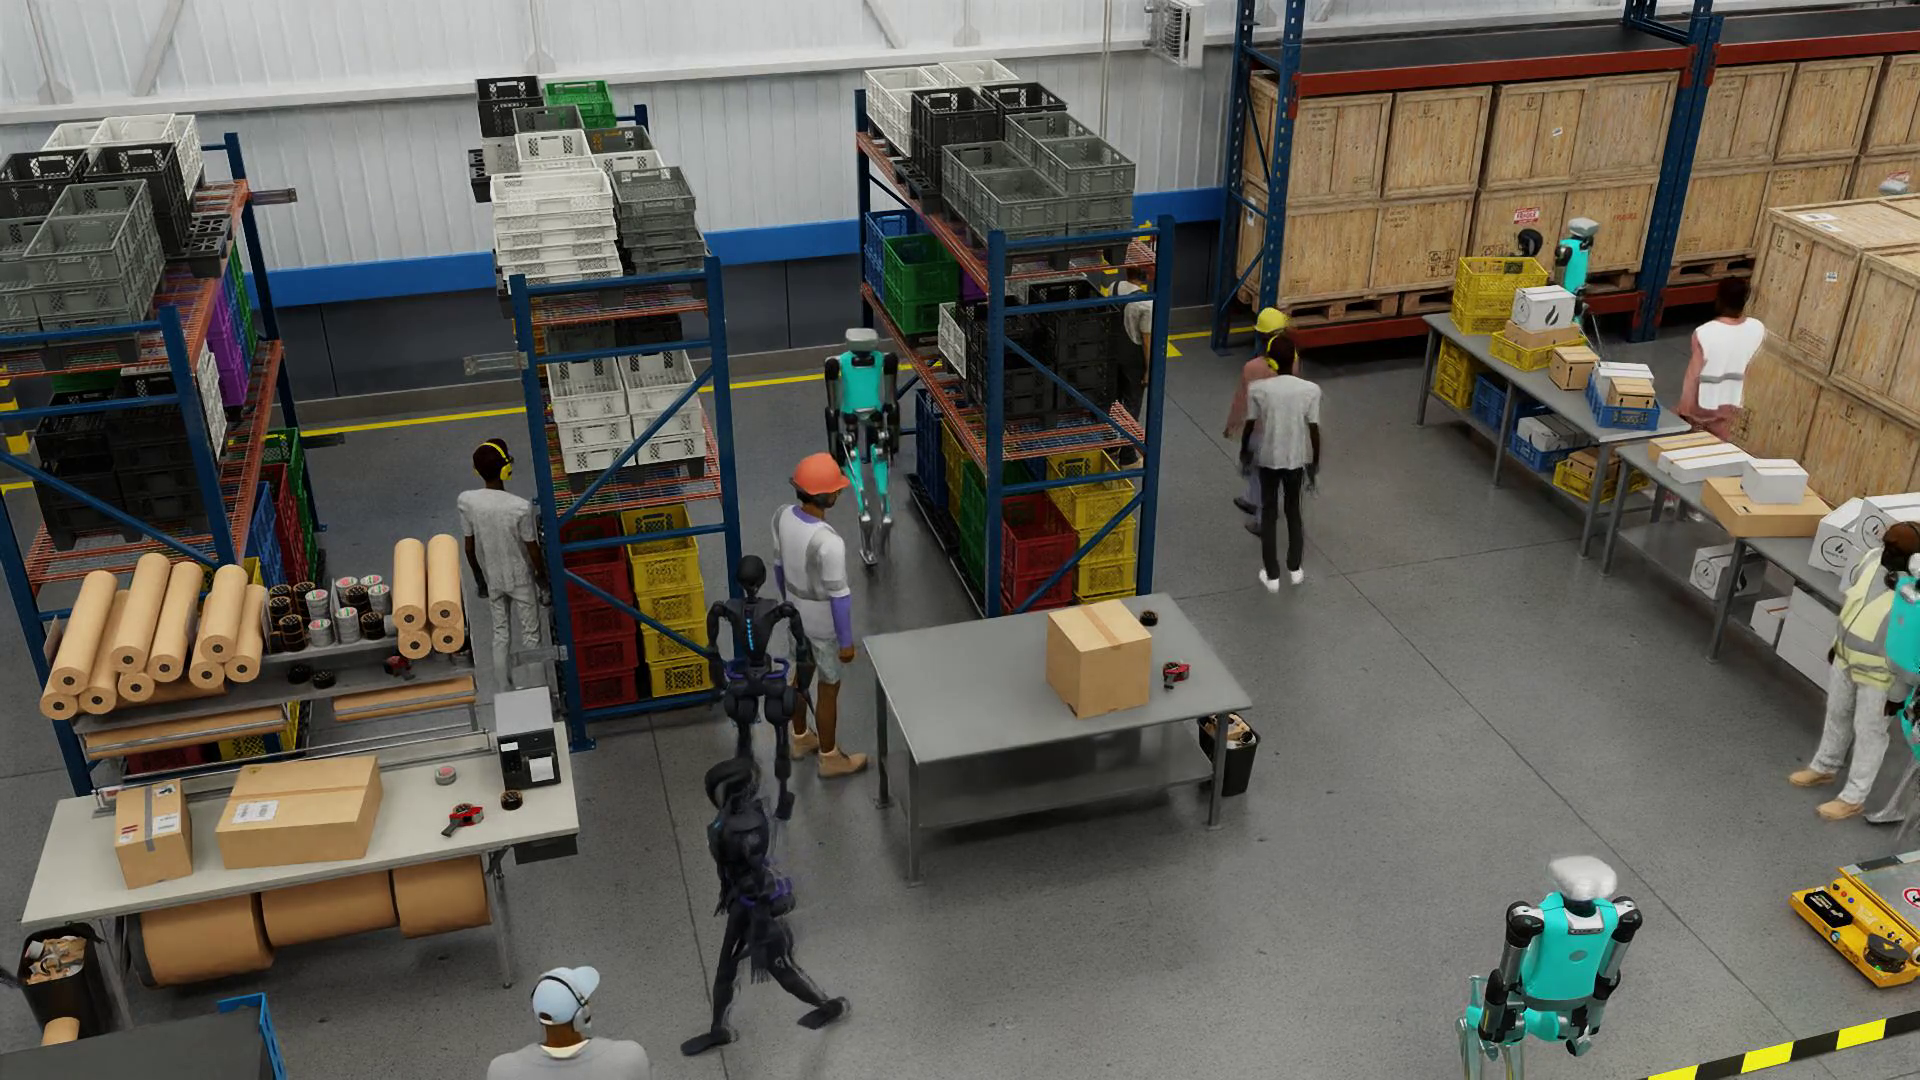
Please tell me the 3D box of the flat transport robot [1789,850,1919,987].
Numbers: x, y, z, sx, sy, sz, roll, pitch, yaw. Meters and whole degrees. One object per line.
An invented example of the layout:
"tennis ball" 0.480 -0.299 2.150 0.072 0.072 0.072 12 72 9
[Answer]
"flat transport robot" 5.163 1.916 8.676 1.431 0.231 0.659 -8 30 -14

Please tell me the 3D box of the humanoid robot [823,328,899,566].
"humanoid robot" -0.630 -0.550 11.670 0.542 1.801 0.827 -8 30 -15

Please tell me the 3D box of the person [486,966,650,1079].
"person" -1.414 2.336 6.268 0.596 1.849 0.386 -5 29 -9

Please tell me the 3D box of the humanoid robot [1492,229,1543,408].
"humanoid robot" 4.686 -1.836 14.068 0.707 1.631 0.610 20 35 32

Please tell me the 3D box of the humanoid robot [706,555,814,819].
"humanoid robot" -1.114 0.814 9.206 0.601 1.651 0.323 1 29 2

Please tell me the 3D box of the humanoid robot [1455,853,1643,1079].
"humanoid robot" 2.397 1.889 7.057 0.533 1.681 0.735 -2 29 -4

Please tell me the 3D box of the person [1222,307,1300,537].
"person" 2.166 -0.886 12.246 0.526 1.743 0.719 -20 34 -31

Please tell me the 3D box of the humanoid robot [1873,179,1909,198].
"humanoid robot" 8.333 -2.320 14.865 1.005 1.741 0.536 21 35 33

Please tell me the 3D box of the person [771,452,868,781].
"person" -0.795 0.432 9.536 0.389 2.040 0.613 -22 35 -34

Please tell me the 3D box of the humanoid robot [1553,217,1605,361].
"humanoid robot" 5.200 -1.764 13.837 0.669 1.794 0.542 23 36 36

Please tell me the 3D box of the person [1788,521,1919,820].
"person" 5.065 0.709 9.249 0.430 1.837 0.624 -4 29 -7

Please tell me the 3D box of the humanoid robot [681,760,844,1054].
"humanoid robot" -0.932 1.696 7.679 0.787 1.638 0.600 -14 32 -23

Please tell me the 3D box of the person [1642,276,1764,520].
"person" 5.560 -1.087 12.446 0.599 1.902 0.624 -6 29 -11

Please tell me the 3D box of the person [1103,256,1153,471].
"person" 1.340 -1.416 13.115 0.343 1.839 0.499 -19 34 -31

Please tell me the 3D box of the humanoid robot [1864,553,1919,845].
"humanoid robot" 5.287 0.904 9.066 0.734 1.855 0.530 -3 29 -5

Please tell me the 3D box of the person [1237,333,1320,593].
"person" 2.199 -0.518 11.480 0.534 1.833 0.506 2 29 4

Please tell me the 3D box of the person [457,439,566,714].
"person" -2.704 0.247 10.049 0.507 1.872 0.328 6 29 11
